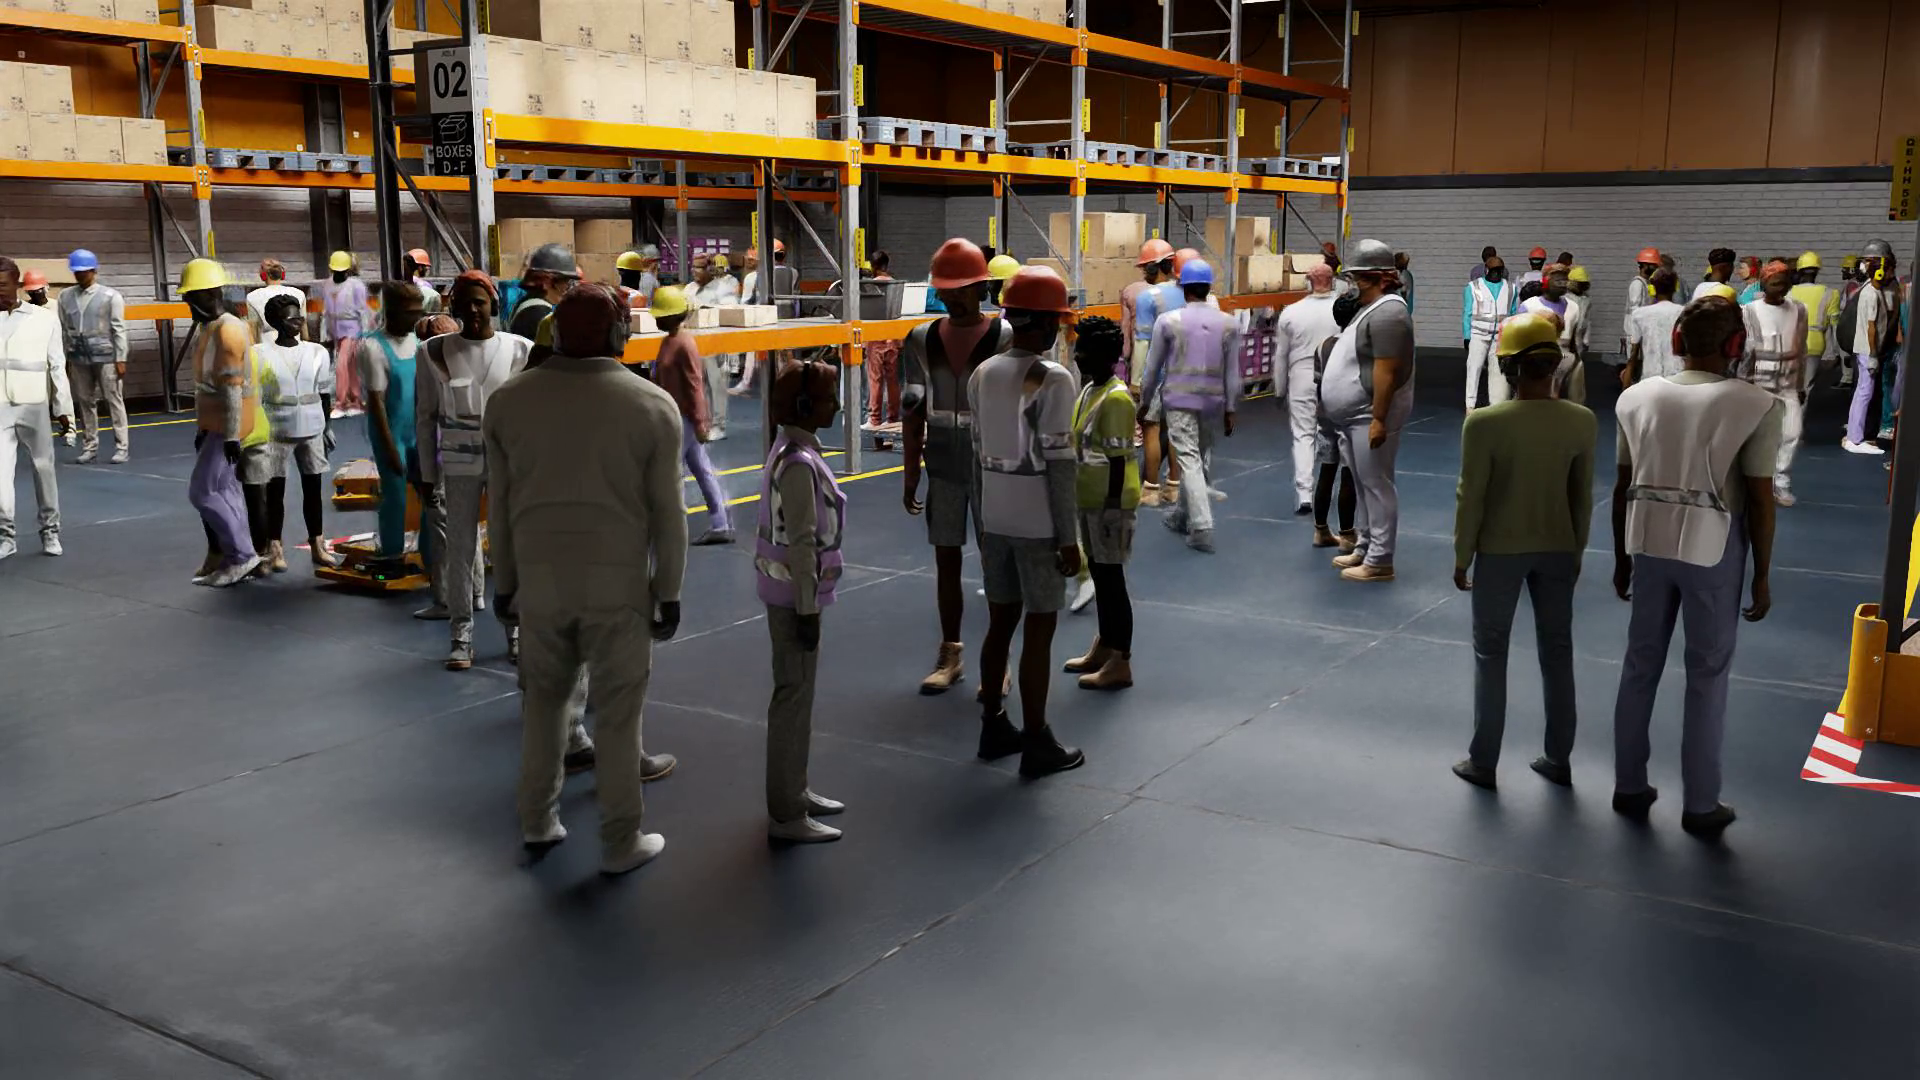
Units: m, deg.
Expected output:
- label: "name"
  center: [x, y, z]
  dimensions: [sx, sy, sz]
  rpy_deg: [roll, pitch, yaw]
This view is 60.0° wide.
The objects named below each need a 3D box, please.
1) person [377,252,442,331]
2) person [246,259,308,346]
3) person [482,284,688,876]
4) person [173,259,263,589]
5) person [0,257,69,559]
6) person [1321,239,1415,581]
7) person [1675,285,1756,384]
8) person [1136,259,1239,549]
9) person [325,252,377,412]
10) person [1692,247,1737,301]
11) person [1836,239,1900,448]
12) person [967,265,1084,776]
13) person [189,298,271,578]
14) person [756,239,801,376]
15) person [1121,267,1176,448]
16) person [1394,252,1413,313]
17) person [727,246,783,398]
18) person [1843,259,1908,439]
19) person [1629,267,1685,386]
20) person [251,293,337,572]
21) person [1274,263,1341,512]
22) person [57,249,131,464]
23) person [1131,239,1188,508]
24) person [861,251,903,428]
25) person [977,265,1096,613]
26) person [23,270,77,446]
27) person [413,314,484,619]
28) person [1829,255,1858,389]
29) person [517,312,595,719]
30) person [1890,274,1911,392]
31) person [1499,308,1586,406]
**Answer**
- label: "person"
  center: [-4.947, -1.627, 14.985]
  dimensions: [0.594, 1.919, 0.388]
  rpy_deg: [1, 10, 4]
- label: "person"
  center: [-6.723, -1.848, 16.445]
  dimensions: [0.560, 1.836, 0.393]
  rpy_deg: [-7, 13, -35]
- label: "person"
  center: [-1.199, 0.132, 5.363]
  dimensions: [0.662, 1.883, 0.457]
  rpy_deg: [0, 10, 2]
- label: "person"
  center: [-4.301, -0.661, 9.630]
  dimensions: [0.415, 1.909, 0.626]
  rpy_deg: [-6, 12, -32]
- label: "person"
  center: [-6.029, -0.841, 10.635]
  dimensions: [0.594, 1.915, 0.373]
  rpy_deg: [-4, 11, -20]
- label: "person"
  center: [2.434, -0.782, 9.964]
  dimensions: [0.536, 2.000, 0.687]
  rpy_deg: [1, 10, 7]
- label: "person"
  center: [4.698, -0.710, 10.383]
  dimensions: [0.484, 1.746, 0.287]
  rpy_deg: [9, 14, 41]
- label: "person"
  center: [1.537, -0.911, 11.099]
  dimensions: [0.615, 1.901, 0.994]
  rpy_deg: [-3, 11, -17]
- label: "person"
  center: [-7.006, -2.365, 19.188]
  dimensions: [0.617, 1.882, 1.001]
  rpy_deg: [10, 14, 44]
- label: "person"
  center: [7.348, -1.880, 16.291]
  dimensions: [0.386, 1.957, 0.603]
  rpy_deg: [0, 10, -1]
- label: "person"
  center: [8.816, -1.905, 16.186]
  dimensions: [0.536, 2.000, 0.688]
  rpy_deg: [6, 12, 29]
- label: "person"
  center: [0.269, -0.075, 6.373]
  dimensions: [0.386, 1.929, 0.547]
  rpy_deg: [-8, 13, -36]
- label: "person"
  center: [-4.386, -0.600, 9.937]
  dimensions: [0.487, 1.683, 0.547]
  rpy_deg: [5, 11, 27]
- label: "person"
  center: [-2.282, -2.729, 20.786]
  dimensions: [0.609, 2.039, 0.398]
  rpy_deg: [-7, 12, -33]
- label: "person"
  center: [1.888, -1.841, 16.195]
  dimensions: [0.641, 1.913, 0.407]
  rpy_deg: [3, 11, 17]
- label: "person"
  center: [6.718, -3.453, 25.308]
  dimensions: [0.328, 1.842, 0.515]
  rpy_deg: [4, 11, 22]
- label: "person"
  center: [-2.650, -2.806, 21.393]
  dimensions: [0.901, 1.954, 0.666]
  rpy_deg: [-1, 10, -4]
- label: "person"
  center: [9.433, -1.988, 17.186]
  dimensions: [0.630, 1.844, 0.927]
  rpy_deg: [-3, 11, -15]
- label: "person"
  center: [5.491, -1.209, 12.979]
  dimensions: [0.516, 1.817, 0.921]
  rpy_deg: [3, 11, 14]
- label: "person"
  center: [-4.108, -0.660, 10.233]
  dimensions: [0.537, 1.700, 0.318]
  rpy_deg: [-9, 13, -40]
- label: "person"
  center: [2.692, -1.146, 12.527]
  dimensions: [0.643, 1.859, 0.981]
  rpy_deg: [2, 10, 10]
- label: "person"
  center: [-7.850, -1.648, 15.043]
  dimensions: [0.607, 1.938, 0.409]
  rpy_deg: [0, 10, 2]
- label: "person"
  center: [1.495, -1.257, 12.636]
  dimensions: [0.409, 2.032, 0.608]
  rpy_deg: [9, 14, 42]
- label: "person"
  center: [-0.824, -2.116, 17.734]
  dimensions: [0.599, 1.909, 0.402]
  rpy_deg: [-10, 14, -43]
- label: "person"
  center: [0.454, -0.570, 9.223]
  dimensions: [0.712, 1.894, 0.704]
  rpy_deg: [1, 10, 4]
- label: "person"
  center: [-8.967, -1.771, 16.294]
  dimensions: [0.575, 1.736, 0.355]
  rpy_deg: [-4, 11, -19]
- label: "person"
  center: [-2.746, -0.393, 8.948]
  dimensions: [0.323, 1.631, 0.523]
  rpy_deg: [3, 11, 16]
- label: "person"
  center: [12.114, -2.965, 22.664]
  dimensions: [0.403, 1.824, 0.594]
  rpy_deg: [6, 12, 32]
- label: "person"
  center: [-1.656, -0.085, 6.958]
  dimensions: [0.324, 1.737, 0.484]
  rpy_deg: [9, 13, 39]
- label: "person"
  center: [12.629, -2.841, 21.958]
  dimensions: [0.638, 1.836, 0.430]
  rpy_deg: [2, 10, 8]
- label: "person"
  center: [3.467, -0.585, 10.014]
  dimensions: [0.522, 1.617, 0.597]
  rpy_deg: [9, 14, 41]
